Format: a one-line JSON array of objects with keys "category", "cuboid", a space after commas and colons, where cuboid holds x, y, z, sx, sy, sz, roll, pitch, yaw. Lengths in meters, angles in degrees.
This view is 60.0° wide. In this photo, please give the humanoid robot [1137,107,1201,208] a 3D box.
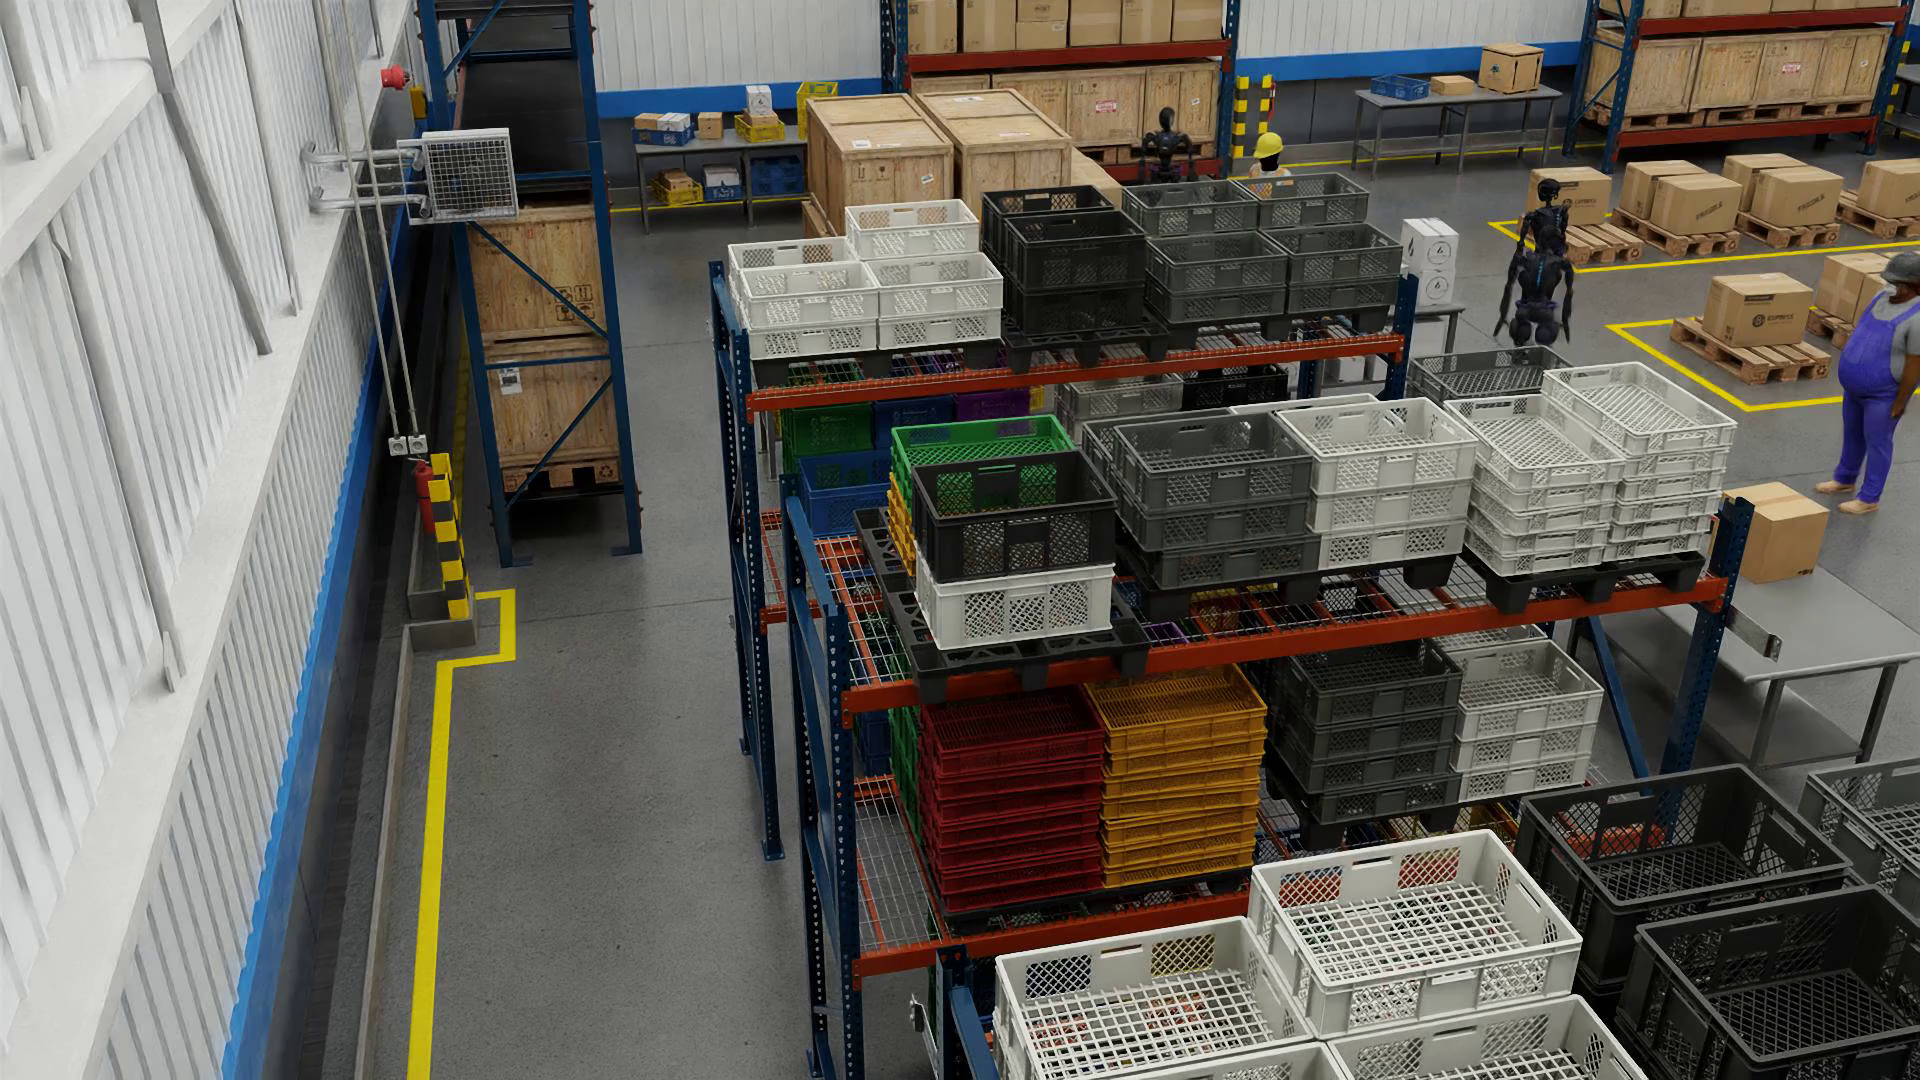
[{"category": "humanoid robot", "cuboid": [2.227, -3.771, 17.686, 0.711, 1.649, 0.397, 7, 29, 14]}]

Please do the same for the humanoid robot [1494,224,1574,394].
[{"category": "humanoid robot", "cuboid": [4.902, -1.889, 14.176, 0.619, 1.620, 0.740, 12, 30, 21]}]

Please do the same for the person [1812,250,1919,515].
[{"category": "person", "cuboid": [6.820, -1.194, 12.413, 0.536, 2.000, 0.679, -2, 28, -4]}]

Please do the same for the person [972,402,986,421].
[{"category": "person", "cuboid": [0.174, -0.076, 10.457, 0.359, 1.886, 0.572, -23, 35, -36]}]

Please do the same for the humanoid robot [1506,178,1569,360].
[{"category": "humanoid robot", "cuboid": [5.323, -2.499, 15.275, 0.577, 1.651, 0.333, -12, 30, -21]}]

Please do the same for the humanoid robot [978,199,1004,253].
[{"category": "humanoid robot", "cuboid": [0.373, -2.298, 14.916, 0.675, 1.634, 0.422, -17, 32, -29]}]

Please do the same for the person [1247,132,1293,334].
[{"category": "person", "cuboid": [2.889, -2.927, 15.827, 0.368, 1.922, 0.584, -19, 33, -31]}]
